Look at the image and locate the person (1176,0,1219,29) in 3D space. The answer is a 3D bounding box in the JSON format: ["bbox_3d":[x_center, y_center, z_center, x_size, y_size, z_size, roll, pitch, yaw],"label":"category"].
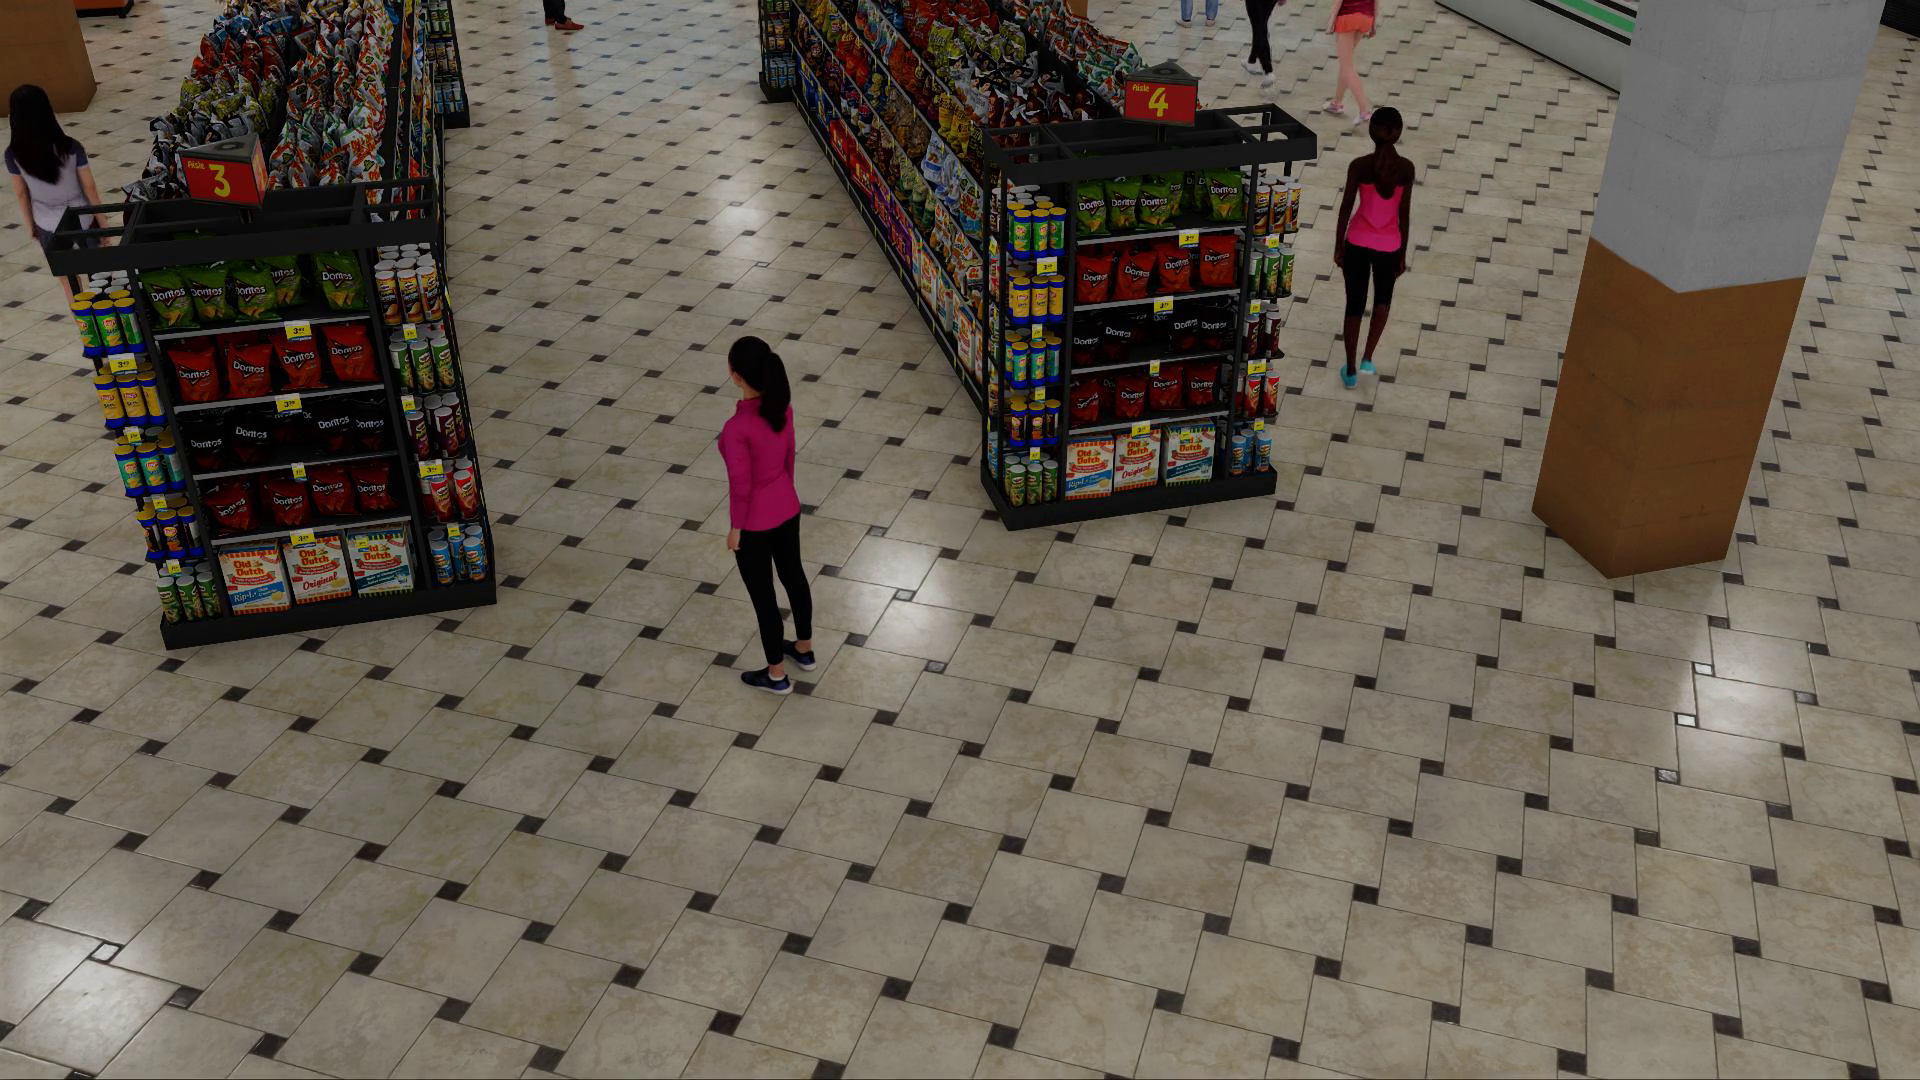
[{"bbox_3d":[2.444,-6.155,16.824,0.683,1.852,0.581,-4,32,-6],"label":"person"}]

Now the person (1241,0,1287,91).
[{"bbox_3d":[2.757,-4.888,14.987,0.633,1.641,1.188,-6,32,-10],"label":"person"}]

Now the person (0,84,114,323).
[{"bbox_3d":[-5.444,-1.893,10.121,0.642,1.696,0.645,-12,34,-19],"label":"person"}]

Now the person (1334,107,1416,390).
[{"bbox_3d":[2.410,-1.653,9.721,0.691,1.711,0.735,7,33,11],"label":"person"}]

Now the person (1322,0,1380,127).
[{"bbox_3d":[3.368,-4.364,14.056,0.718,1.735,1.082,-15,35,-23],"label":"person"}]

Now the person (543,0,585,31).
[{"bbox_3d":[-4.150,-6.111,16.780,0.821,1.824,0.634,-18,36,-26],"label":"person"}]

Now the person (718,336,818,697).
[{"bbox_3d":[-0.836,-0.099,7.236,0.739,1.699,0.684,18,36,27],"label":"person"}]
